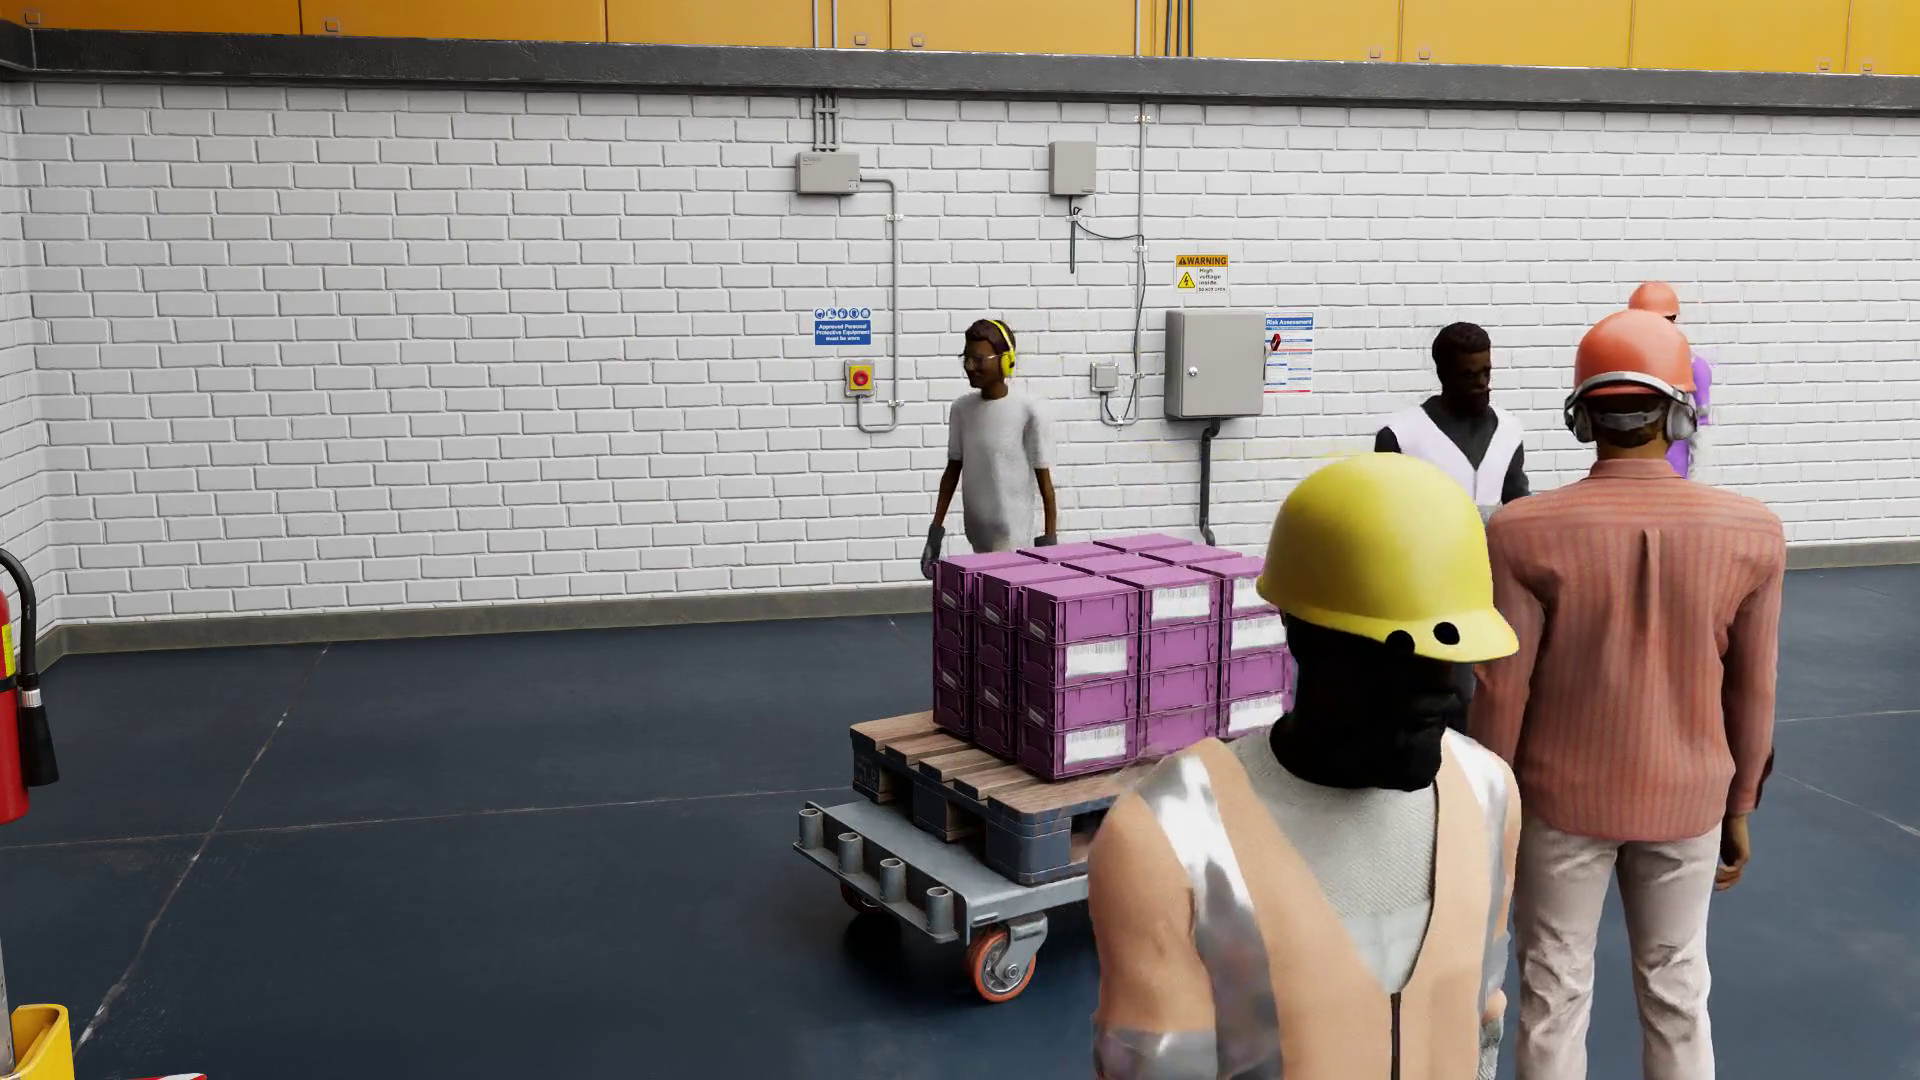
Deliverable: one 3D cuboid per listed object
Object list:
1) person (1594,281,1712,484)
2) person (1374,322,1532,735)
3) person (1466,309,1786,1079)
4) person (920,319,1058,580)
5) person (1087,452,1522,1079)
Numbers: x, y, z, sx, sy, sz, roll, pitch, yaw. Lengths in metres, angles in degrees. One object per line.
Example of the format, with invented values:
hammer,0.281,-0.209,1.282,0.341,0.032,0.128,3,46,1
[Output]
person,3.480,-0.338,8.434,0.431,1.921,0.547,-6,12,-29
person,1.770,0.144,5.971,0.711,1.853,1.023,-5,11,-27
person,1.340,0.529,3.437,0.612,1.991,0.392,0,10,3
person,0.113,-0.002,6.874,0.999,1.812,0.558,-10,14,-44
person,0.418,0.846,1.918,0.589,1.911,0.425,-4,11,-22
